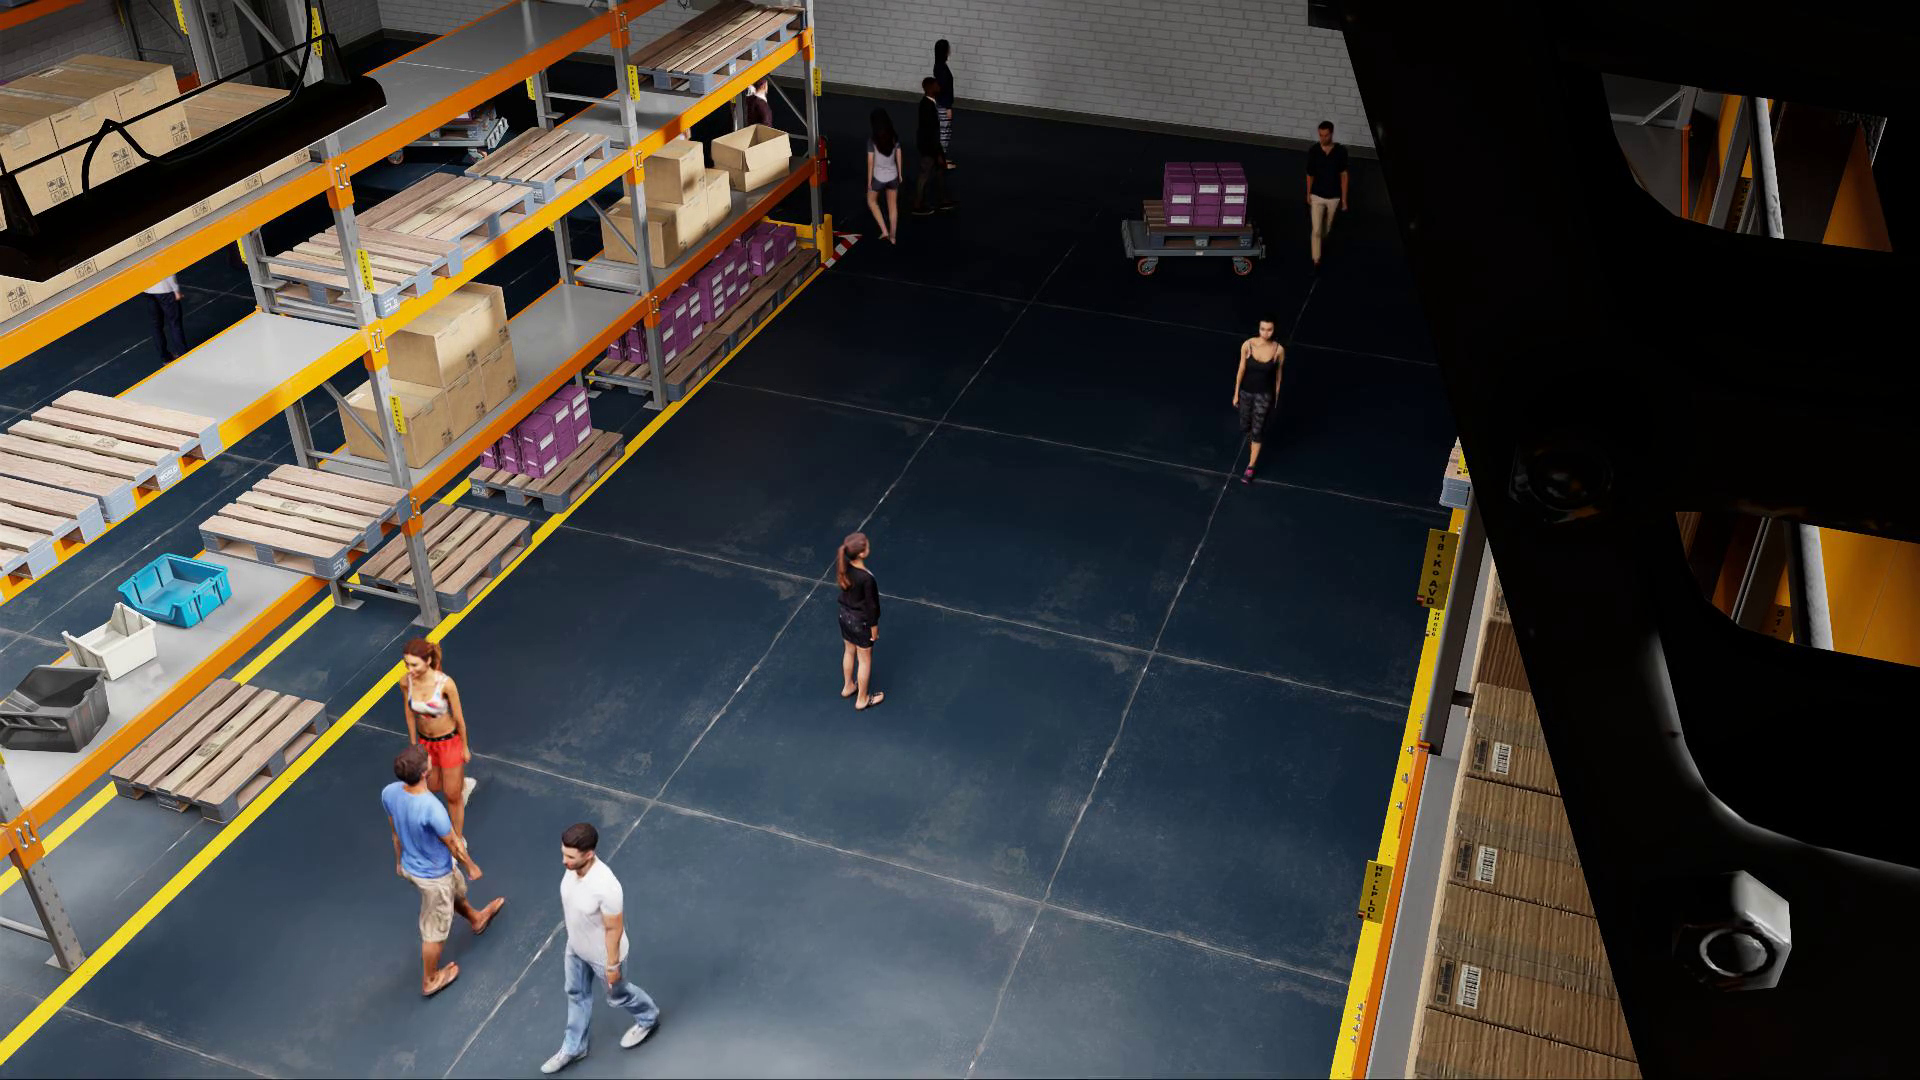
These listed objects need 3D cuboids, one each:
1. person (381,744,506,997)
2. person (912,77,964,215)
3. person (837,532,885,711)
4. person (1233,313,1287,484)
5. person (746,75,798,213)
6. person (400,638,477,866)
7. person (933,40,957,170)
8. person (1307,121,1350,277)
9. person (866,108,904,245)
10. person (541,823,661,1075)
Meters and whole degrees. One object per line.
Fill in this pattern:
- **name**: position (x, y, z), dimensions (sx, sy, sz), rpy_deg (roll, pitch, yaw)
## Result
- **person**: position (-3.351, 2.089, 10.321), dimensions (0.830, 1.837, 1.132), rpy_deg (22, 39, 29)
- **person**: position (-0.467, -4.935, 20.938), dimensions (0.963, 1.781, 0.970), rpy_deg (-2, 34, -2)
- **person**: position (-0.795, 0.602, 12.812), dimensions (0.654, 1.554, 0.620), rpy_deg (-27, 42, -35)
- **person**: position (2.818, -1.400, 15.681), dimensions (0.576, 1.713, 0.874), rpy_deg (9, 35, 13)
- **person**: position (-2.570, -4.878, 20.812), dimensions (1.205, 1.826, 1.128), rpy_deg (-16, 37, -22)
- **person**: position (-3.547, 1.372, 11.456), dimensions (0.696, 1.774, 0.955), rpy_deg (6, 34, 8)
- **person**: position (-0.228, -5.880, 22.404), dimensions (0.748, 1.733, 0.647), rpy_deg (-8, 34, -12)
- **person**: position (4.321, -4.076, 19.646), dimensions (0.841, 1.780, 1.251), rpy_deg (3, 34, 5)
- **person**: position (-0.901, -4.370, 20.161), dimensions (0.745, 1.701, 0.813), rpy_deg (-16, 37, -22)
- **person**: position (-2.092, 2.373, 9.896), dimensions (1.124, 1.834, 0.944), rpy_deg (-28, 43, -35)
